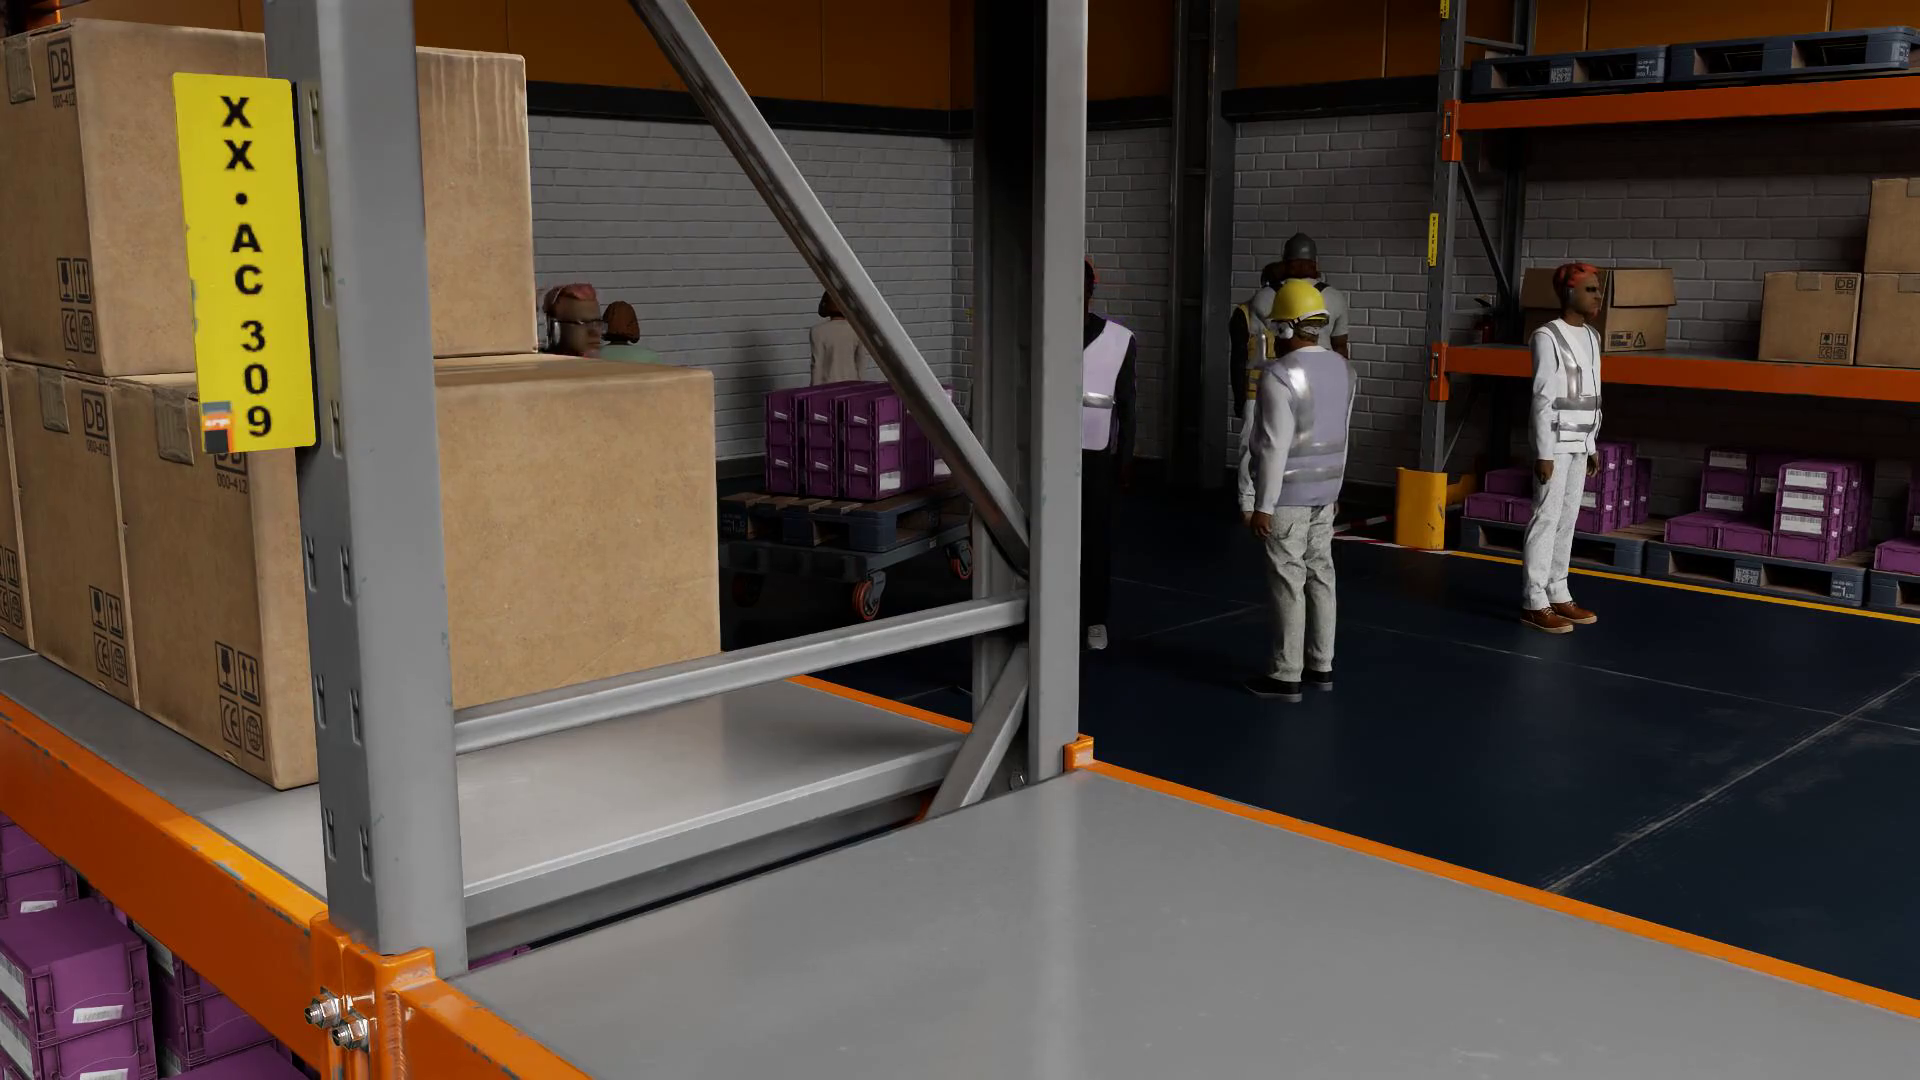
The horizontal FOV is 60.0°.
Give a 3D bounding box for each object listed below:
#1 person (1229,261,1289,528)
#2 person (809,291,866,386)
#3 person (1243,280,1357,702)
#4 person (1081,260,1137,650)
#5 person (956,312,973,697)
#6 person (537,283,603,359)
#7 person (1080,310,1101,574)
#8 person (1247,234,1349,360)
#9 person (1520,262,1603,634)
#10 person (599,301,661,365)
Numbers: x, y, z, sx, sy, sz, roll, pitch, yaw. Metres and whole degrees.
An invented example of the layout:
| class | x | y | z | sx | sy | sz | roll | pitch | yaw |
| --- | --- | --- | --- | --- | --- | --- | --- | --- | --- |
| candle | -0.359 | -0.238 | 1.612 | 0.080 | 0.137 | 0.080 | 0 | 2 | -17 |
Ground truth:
| class | x | y | z | sx | sy | sz | roll | pitch | yaw |
| --- | --- | --- | --- | --- | --- | --- | --- | --- | --- |
| person | 2.177 | -1.007 | 11.578 | 0.627 | 1.845 | 0.429 | -3 | 11 | -18 |
| person | -0.946 | -1.139 | 12.863 | 0.501 | 1.633 | 0.281 | -7 | 13 | -35 |
| person | 1.463 | -0.212 | 7.272 | 0.601 | 1.830 | 0.404 | -10 | 14 | -43 |
| person | 0.563 | -0.423 | 8.182 | 0.599 | 1.917 | 0.377 | 3 | 11 | 15 |
| person | 0.181 | -0.220 | 7.312 | 0.404 | 1.832 | 0.600 | 4 | 11 | 22 |
| person | -1.419 | -0.009 | 6.131 | 1.029 | 1.855 | 0.651 | 9 | 14 | 41 |
| person | 0.627 | -0.739 | 9.921 | 0.559 | 1.921 | 0.450 | -6 | 12 | -31 |
| person | 2.338 | -1.107 | 11.580 | 0.690 | 2.000 | 0.538 | 2 | 11 | 11 |
| person | 3.114 | -0.474 | 8.558 | 0.356 | 1.885 | 0.574 | 10 | 14 | 43 |
| person | -2.021 | -0.611 | 9.988 | 0.507 | 1.632 | 0.264 | -1 | 10 | -4 |
